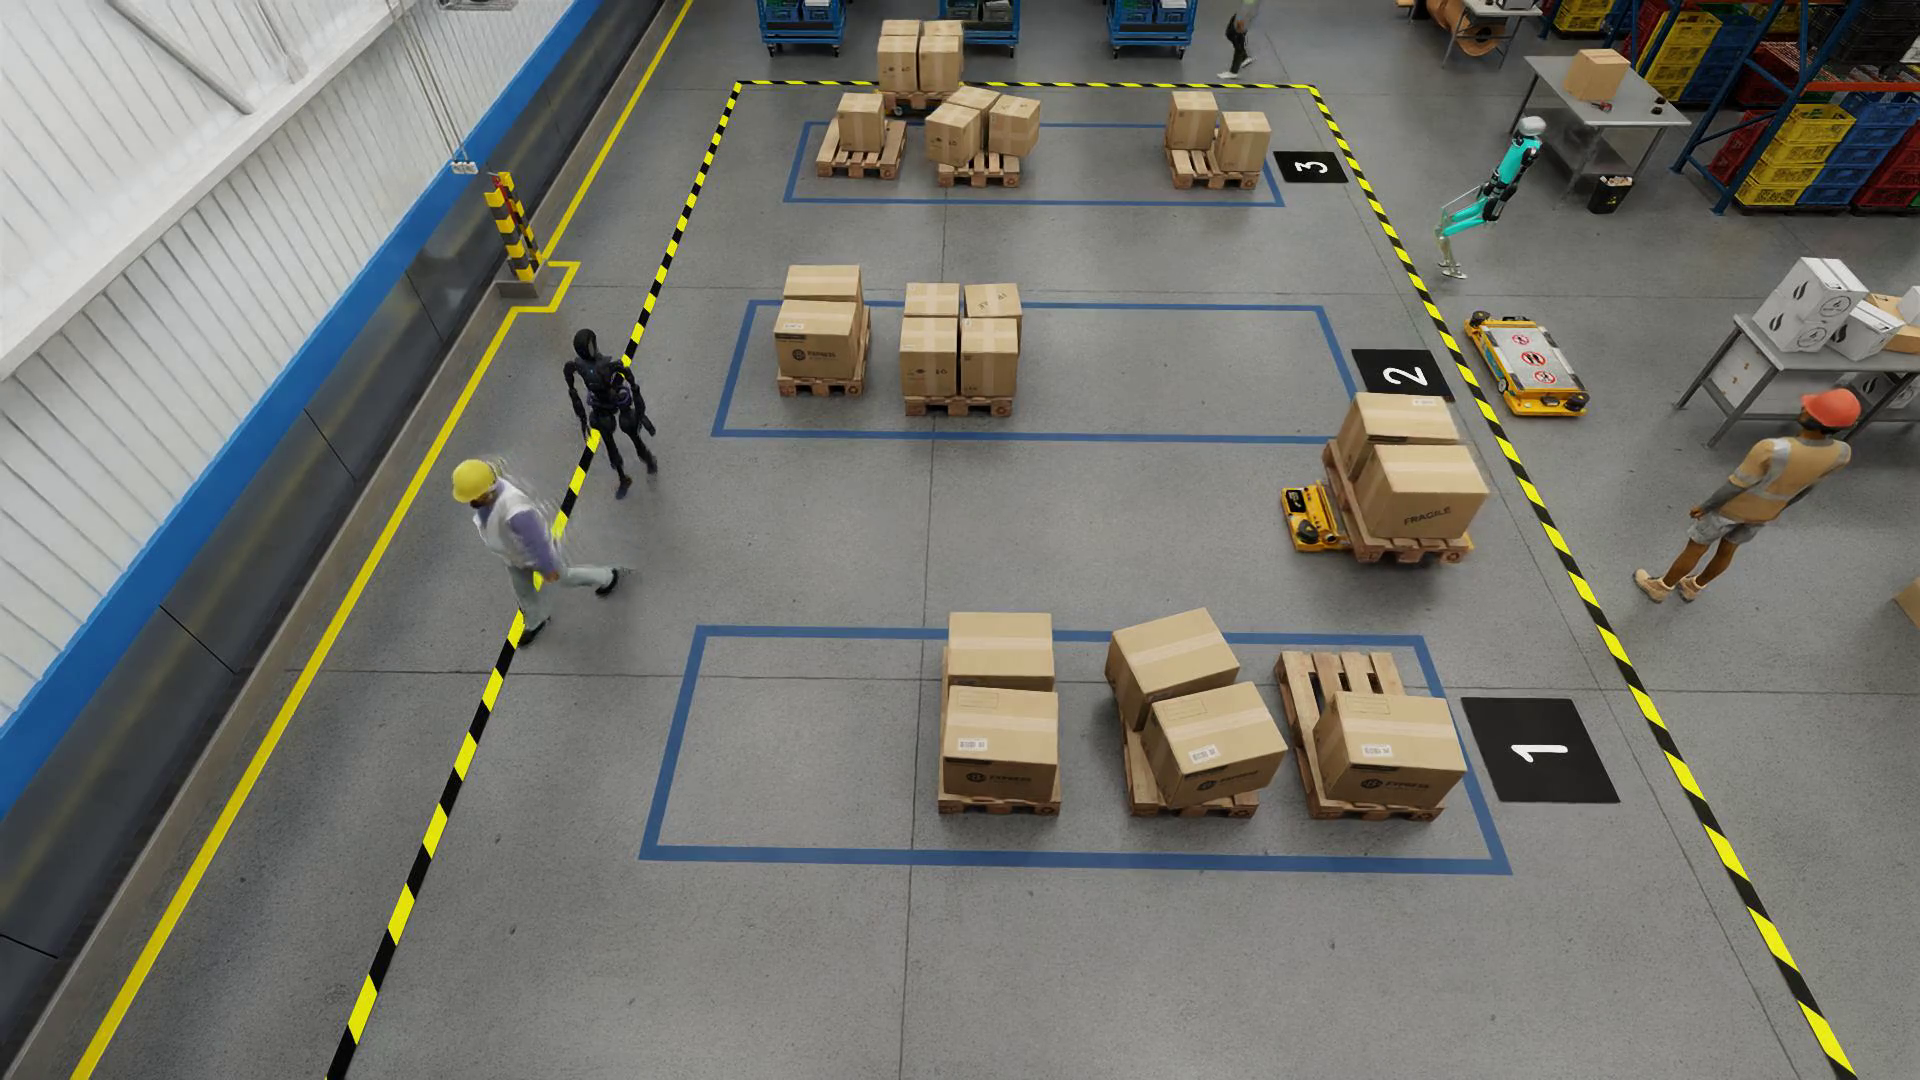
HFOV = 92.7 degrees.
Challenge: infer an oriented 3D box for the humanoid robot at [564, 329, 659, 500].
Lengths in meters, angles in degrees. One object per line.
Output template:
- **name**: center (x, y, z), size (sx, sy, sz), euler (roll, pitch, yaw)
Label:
- **humanoid robot**: center (-2.839, -1.068, 7.564), size (0.607, 1.682, 0.513), euler (-2, 49, -1)

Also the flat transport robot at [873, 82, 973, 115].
- **flat transport robot**: center (-0.531, -6.236, 12.913), size (1.431, 0.197, 0.652), euler (1, 49, 1)

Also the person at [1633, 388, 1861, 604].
- **person**: center (5.642, -0.263, 6.587), size (0.606, 2.048, 0.365), euler (0, 49, 0)

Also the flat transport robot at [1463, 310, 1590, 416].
- **flat transport robot**: center (5.573, -1.757, 9.054), size (0.659, 0.231, 1.431), euler (1, 49, 1)

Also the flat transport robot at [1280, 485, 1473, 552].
- **flat transport robot**: center (3.493, -0.210, 7.696), size (1.431, 0.197, 0.652), euler (1, 49, 1)

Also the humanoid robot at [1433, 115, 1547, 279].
- **humanoid robot**: center (5.366, -3.559, 9.551), size (0.735, 1.681, 0.533), euler (8, 50, 7)

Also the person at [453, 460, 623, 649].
- **person**: center (-3.040, -0.002, 6.532), size (0.628, 1.789, 0.838), euler (28, 55, 22)

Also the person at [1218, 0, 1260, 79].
- **person**: center (4.009, -7.496, 12.979), size (0.415, 1.839, 0.613), euler (8, 50, 7)
